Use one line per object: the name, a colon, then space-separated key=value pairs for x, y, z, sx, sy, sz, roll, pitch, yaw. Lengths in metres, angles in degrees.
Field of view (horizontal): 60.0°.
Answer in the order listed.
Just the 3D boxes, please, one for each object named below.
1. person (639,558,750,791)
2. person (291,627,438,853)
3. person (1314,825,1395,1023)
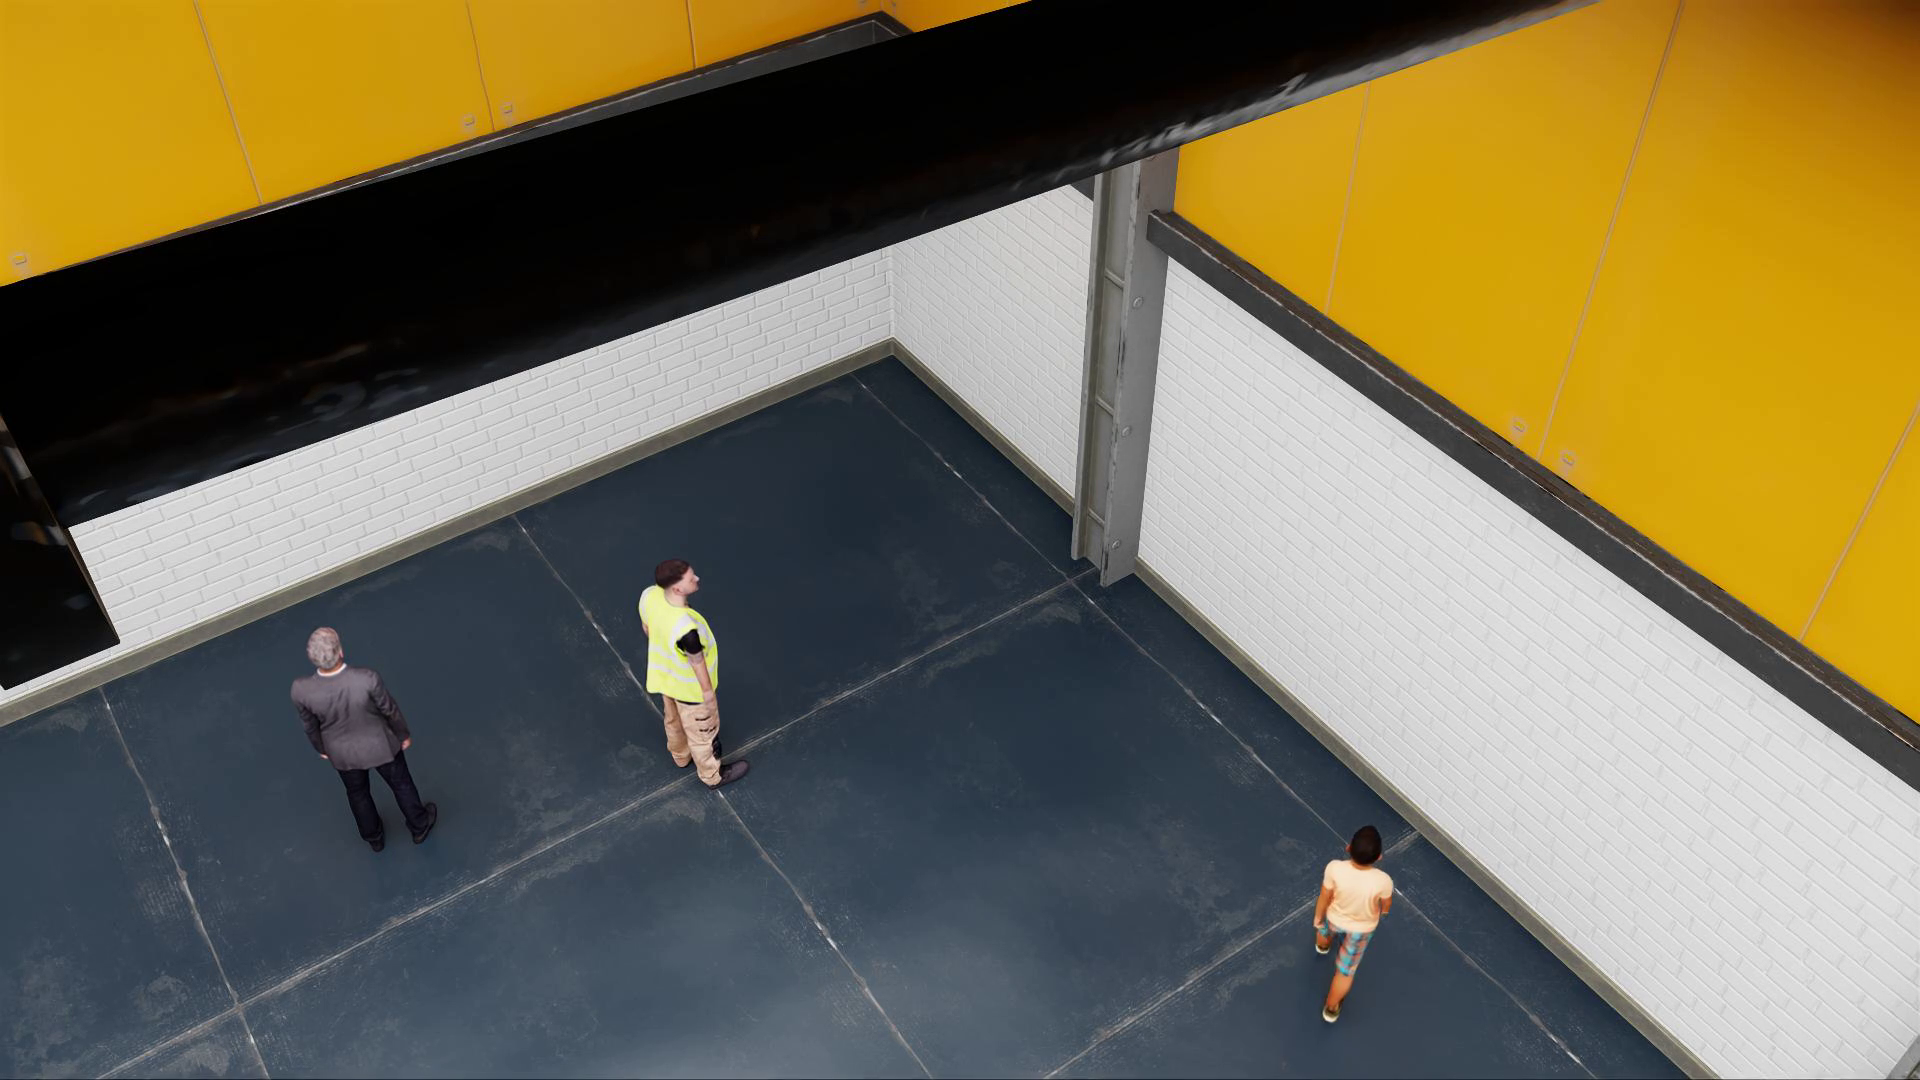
person: x=-1.658 y=0.803 z=10.115 sx=0.800 sy=1.845 sz=0.676 roll=-33 pitch=53 yaw=-30
person: x=-3.501 y=1.169 z=9.733 sx=0.791 sy=1.842 sz=0.754 roll=-8 pitch=44 yaw=-9
person: x=2.117 y=2.108 z=9.043 sx=0.895 sy=1.434 sz=0.863 roll=16 pitch=46 yaw=16
